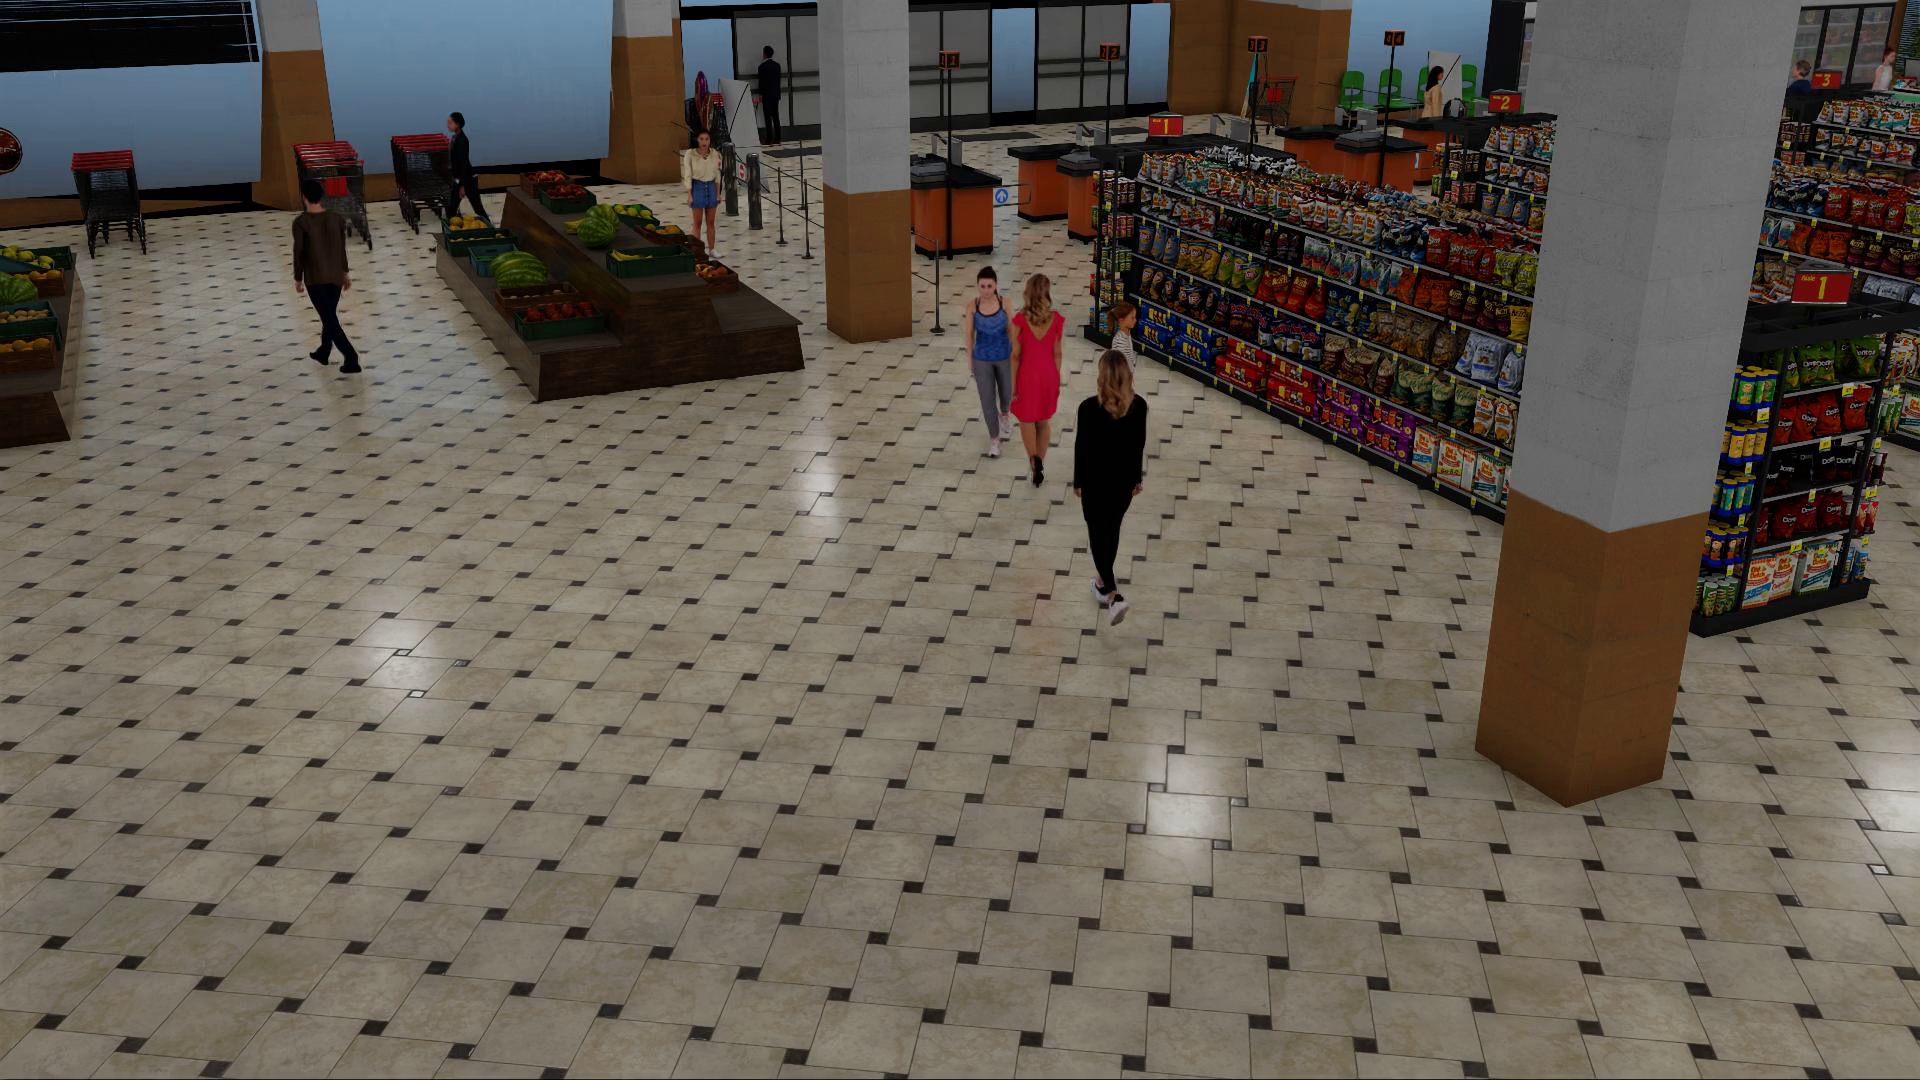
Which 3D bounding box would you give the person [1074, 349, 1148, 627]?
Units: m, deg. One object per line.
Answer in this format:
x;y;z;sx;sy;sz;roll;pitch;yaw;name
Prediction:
0.972;-0.307;10.619;0.781;1.777;1.184;-5;22;-12;person

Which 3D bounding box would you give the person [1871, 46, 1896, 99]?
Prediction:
15.865;-7.661;28.918;0.682;1.778;0.719;-18;28;-37;person

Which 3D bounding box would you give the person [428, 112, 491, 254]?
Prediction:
-6.084;-4.420;20.826;0.820;1.797;1.078;-14;26;-30;person

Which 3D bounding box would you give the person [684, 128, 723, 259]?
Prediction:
-3.222;-4.349;20.871;0.654;1.633;0.577;-12;25;-28;person

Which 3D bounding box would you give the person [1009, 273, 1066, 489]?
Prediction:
0.616;-1.188;12.901;0.737;1.709;0.923;-2;22;-6;person

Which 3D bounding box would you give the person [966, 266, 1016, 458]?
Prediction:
0.283;-1.509;13.858;0.831;1.591;0.960;0;22;0;person

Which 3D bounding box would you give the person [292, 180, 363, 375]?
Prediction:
-6.031;-2.461;15.888;1.255;1.844;1.016;16;27;34;person

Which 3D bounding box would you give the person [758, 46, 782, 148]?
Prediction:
-3.366;-7.887;29.553;0.670;1.725;0.705;19;29;40;person

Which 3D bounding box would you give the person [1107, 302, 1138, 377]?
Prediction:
1.330;-1.323;13.766;0.614;1.315;0.535;3;22;8;person

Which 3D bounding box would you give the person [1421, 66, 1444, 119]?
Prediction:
7.623;-6.819;26.952;0.773;1.681;0.615;-1;22;-1;person
